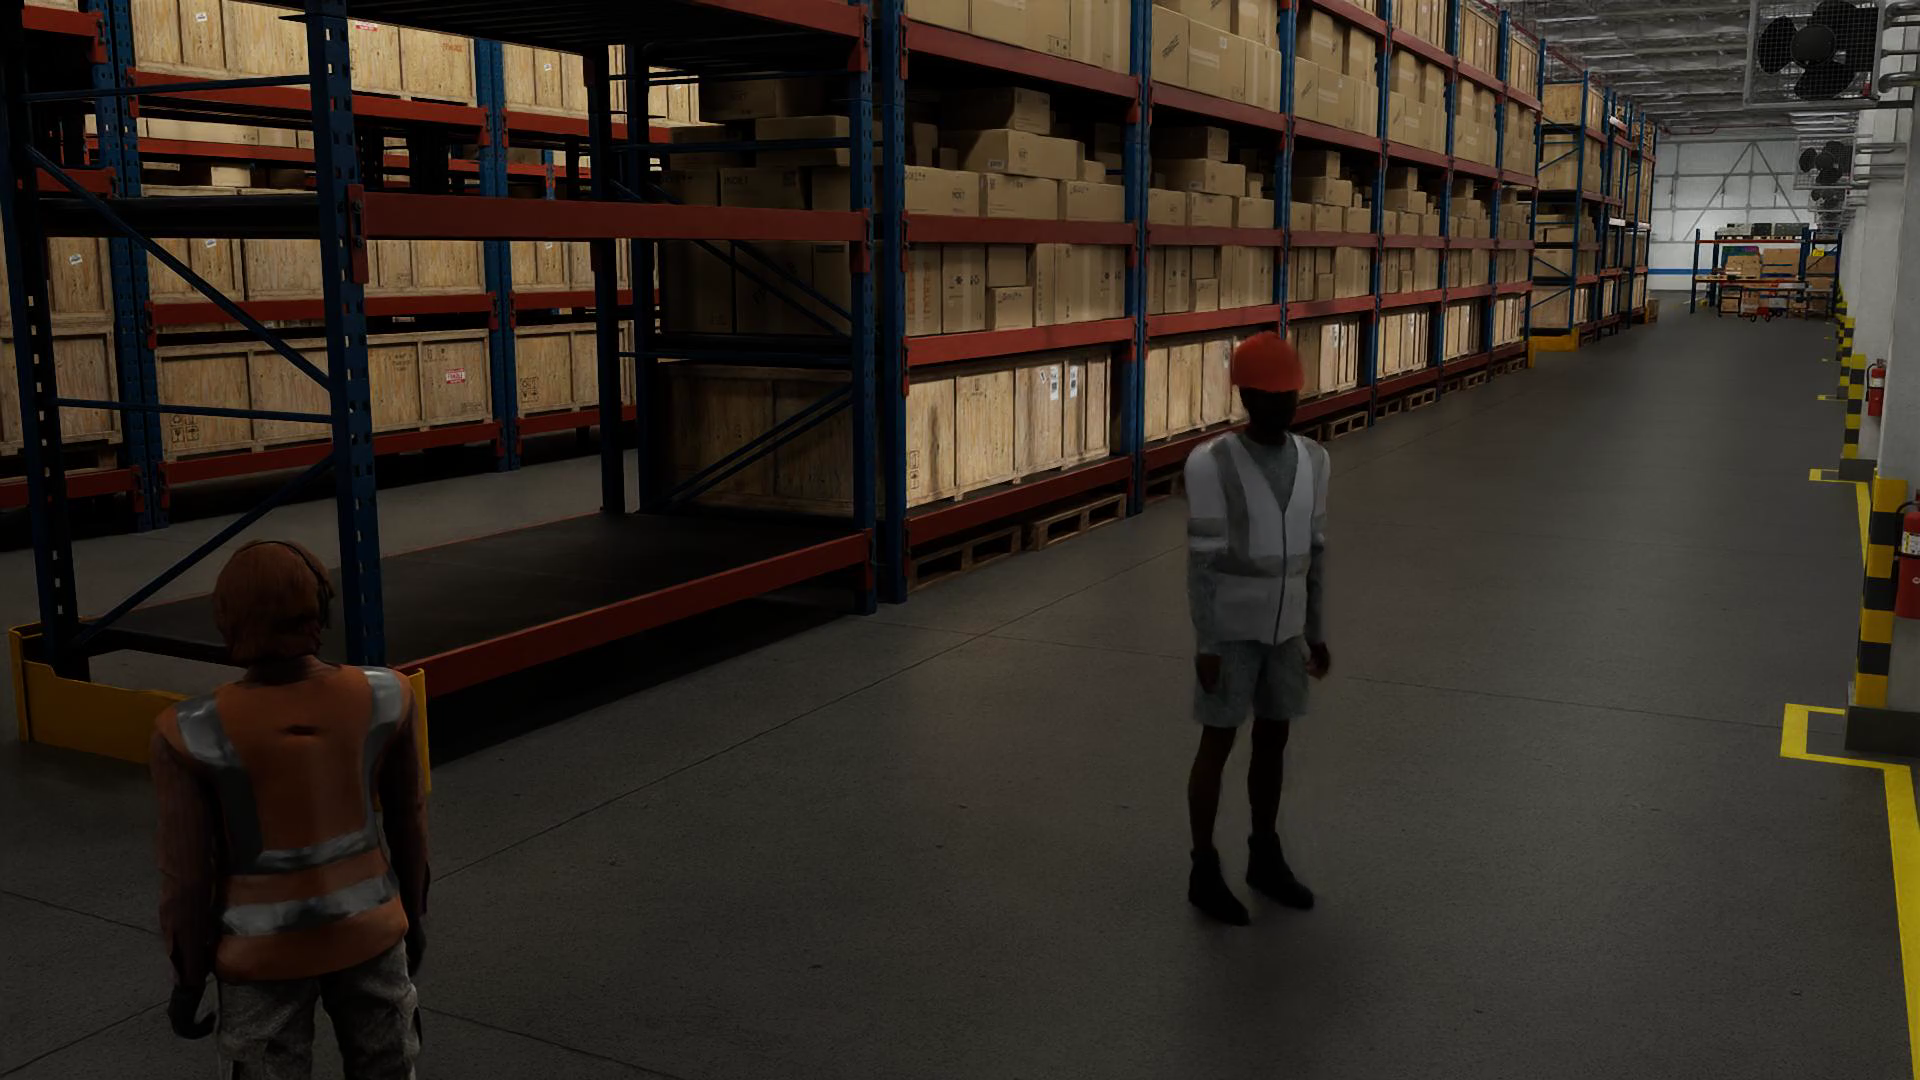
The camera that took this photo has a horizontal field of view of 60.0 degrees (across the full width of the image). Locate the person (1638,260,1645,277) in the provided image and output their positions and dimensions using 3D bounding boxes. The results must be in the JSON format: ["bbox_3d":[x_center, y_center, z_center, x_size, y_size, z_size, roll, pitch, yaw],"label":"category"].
[{"bbox_3d":[33.714,-12.977,82.200,0.377,1.940,0.628,5,11,29],"label":"person"}]

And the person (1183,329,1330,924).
[{"bbox_3d":[0.984,0.281,5.455,0.550,1.936,0.381,-5,11,-25],"label":"person"}]

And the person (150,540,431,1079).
[{"bbox_3d":[-1.276,0.811,3.248,0.514,1.637,0.314,-8,12,-37],"label":"person"}]
